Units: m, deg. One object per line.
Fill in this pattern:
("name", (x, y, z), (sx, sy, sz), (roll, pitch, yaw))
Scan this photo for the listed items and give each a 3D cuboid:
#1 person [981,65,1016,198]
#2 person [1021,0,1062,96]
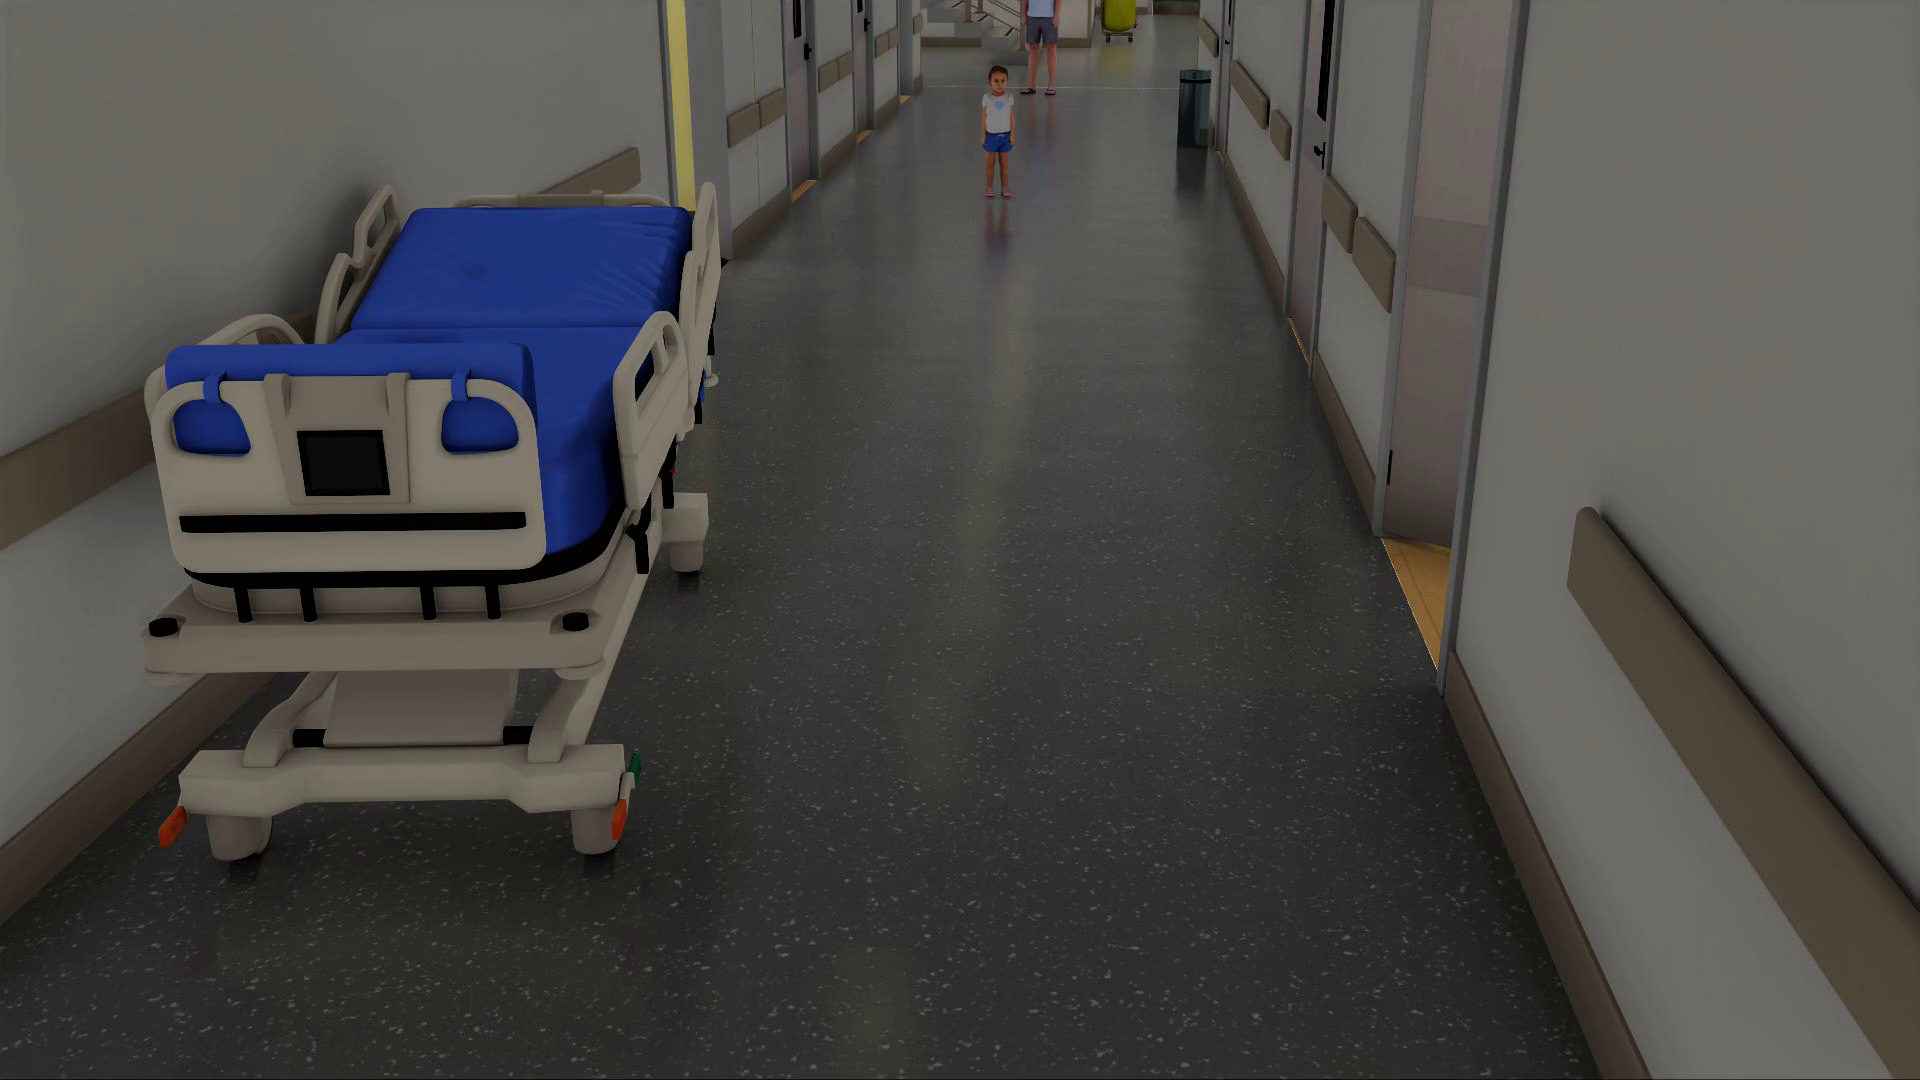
("person", (0.297, -3.225, 13.135), (0.381, 1.020, 0.489), (-1, 21, -1))
("person", (1.023, -6.456, 20.519), (0.616, 1.832, 0.783), (9, 22, 22))
